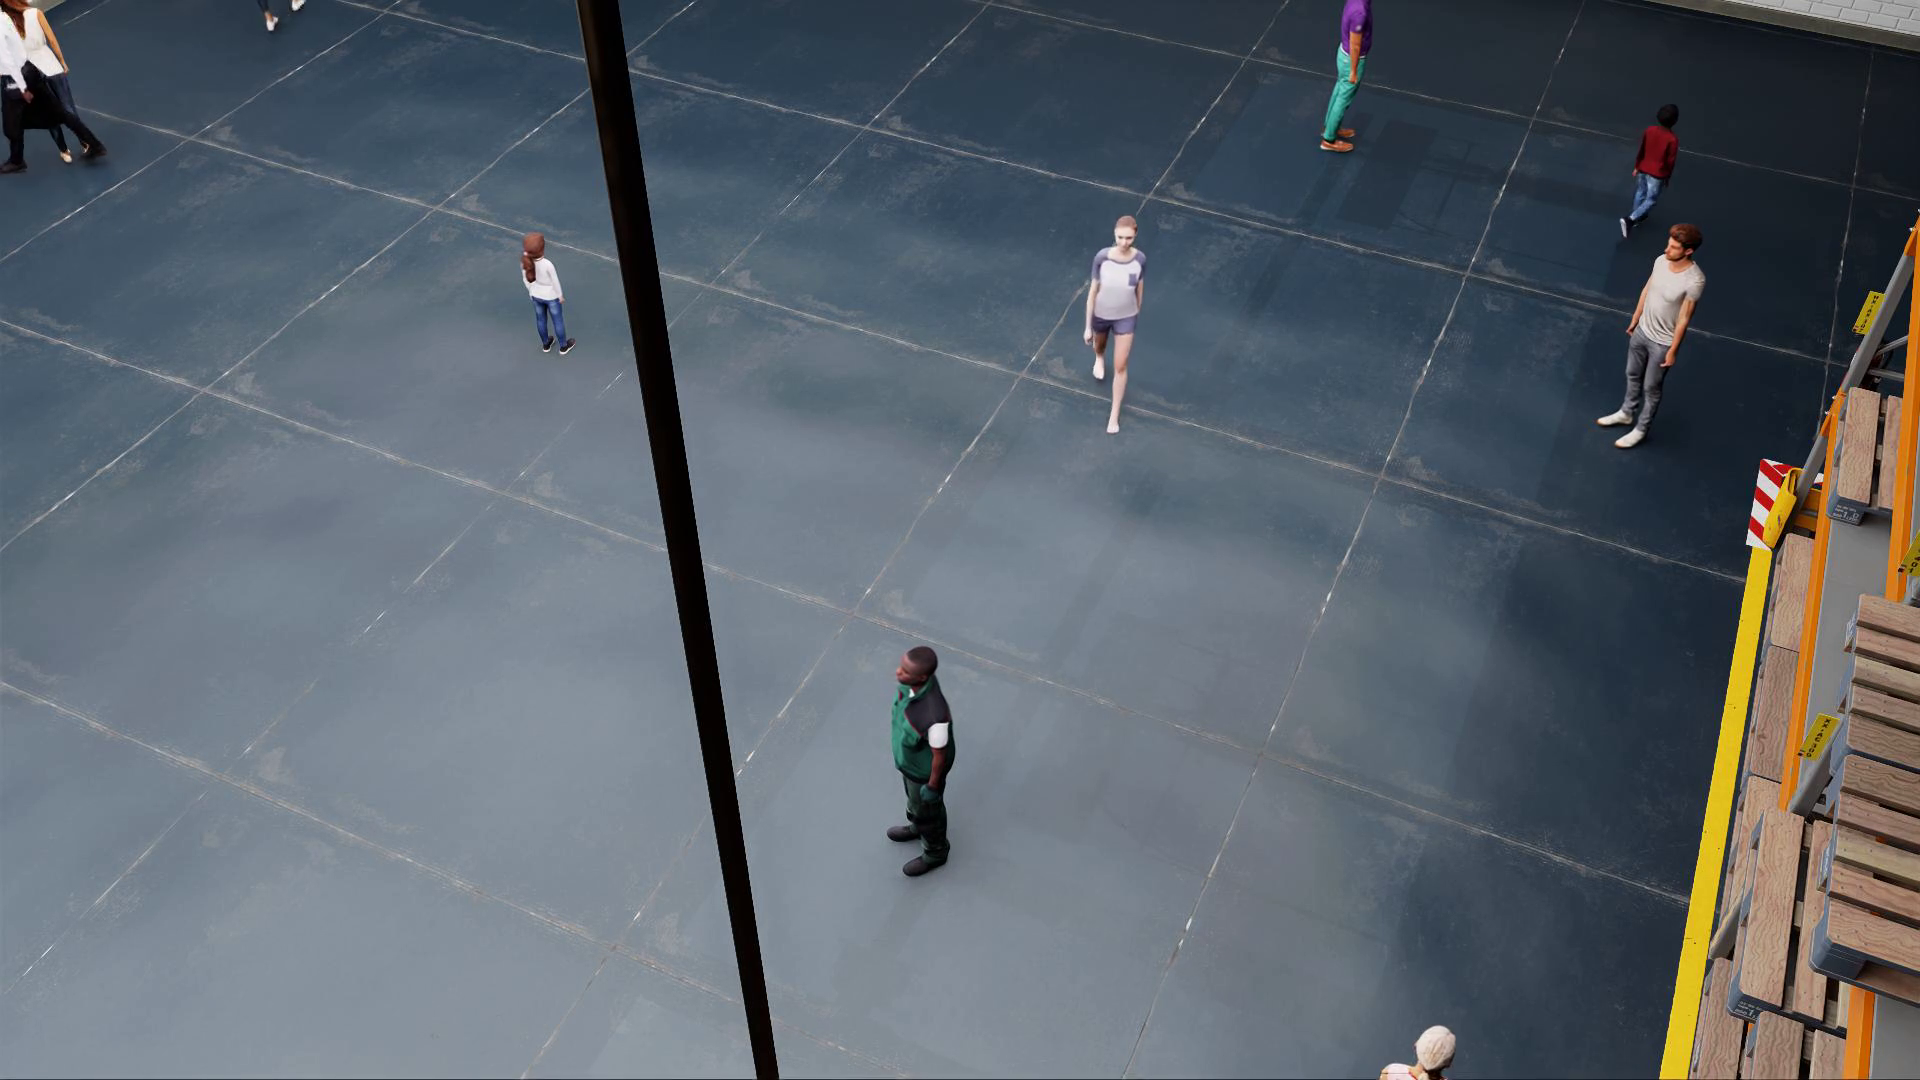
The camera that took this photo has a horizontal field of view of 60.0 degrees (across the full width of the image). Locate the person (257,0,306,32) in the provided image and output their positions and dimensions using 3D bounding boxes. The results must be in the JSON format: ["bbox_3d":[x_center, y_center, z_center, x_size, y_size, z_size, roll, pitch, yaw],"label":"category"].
[{"bbox_3d":[-7.436,-6.249,17.522,0.878,1.781,1.047,-2,44,-2],"label":"person"}]

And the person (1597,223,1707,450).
[{"bbox_3d":[5.267,-1.550,12.514,0.804,1.885,0.748,-15,46,-15],"label":"person"}]

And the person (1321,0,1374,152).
[{"bbox_3d":[3.692,-4.555,15.754,0.740,1.767,0.606,4,44,4],"label":"person"}]

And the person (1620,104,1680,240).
[{"bbox_3d":[6.134,-3.269,14.784,0.819,1.243,0.715,-24,48,-23],"label":"person"}]

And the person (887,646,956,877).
[{"bbox_3d":[-0.213,1.254,9.604,0.838,1.840,0.777,-14,45,-14],"label":"person"}]

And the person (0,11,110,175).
[{"bbox_3d":[-8.573,-4.224,15.399,1.216,1.778,1.279,-7,44,-7],"label":"person"}]

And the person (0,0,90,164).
[{"bbox_3d":[-8.585,-4.375,15.552,0.664,1.785,0.735,-17,46,-17],"label":"person"}]

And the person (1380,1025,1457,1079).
[{"bbox_3d":[2.103,2.927,7.948,0.602,1.701,1.126,21,48,21],"label":"person"}]

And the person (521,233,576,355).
[{"bbox_3d":[-3.391,-2.017,13.564,0.485,1.113,0.525,9,44,9],"label":"person"}]

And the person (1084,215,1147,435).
[{"bbox_3d":[1.187,-1.785,12.877,0.852,1.725,1.217,4,44,4],"label":"person"}]
